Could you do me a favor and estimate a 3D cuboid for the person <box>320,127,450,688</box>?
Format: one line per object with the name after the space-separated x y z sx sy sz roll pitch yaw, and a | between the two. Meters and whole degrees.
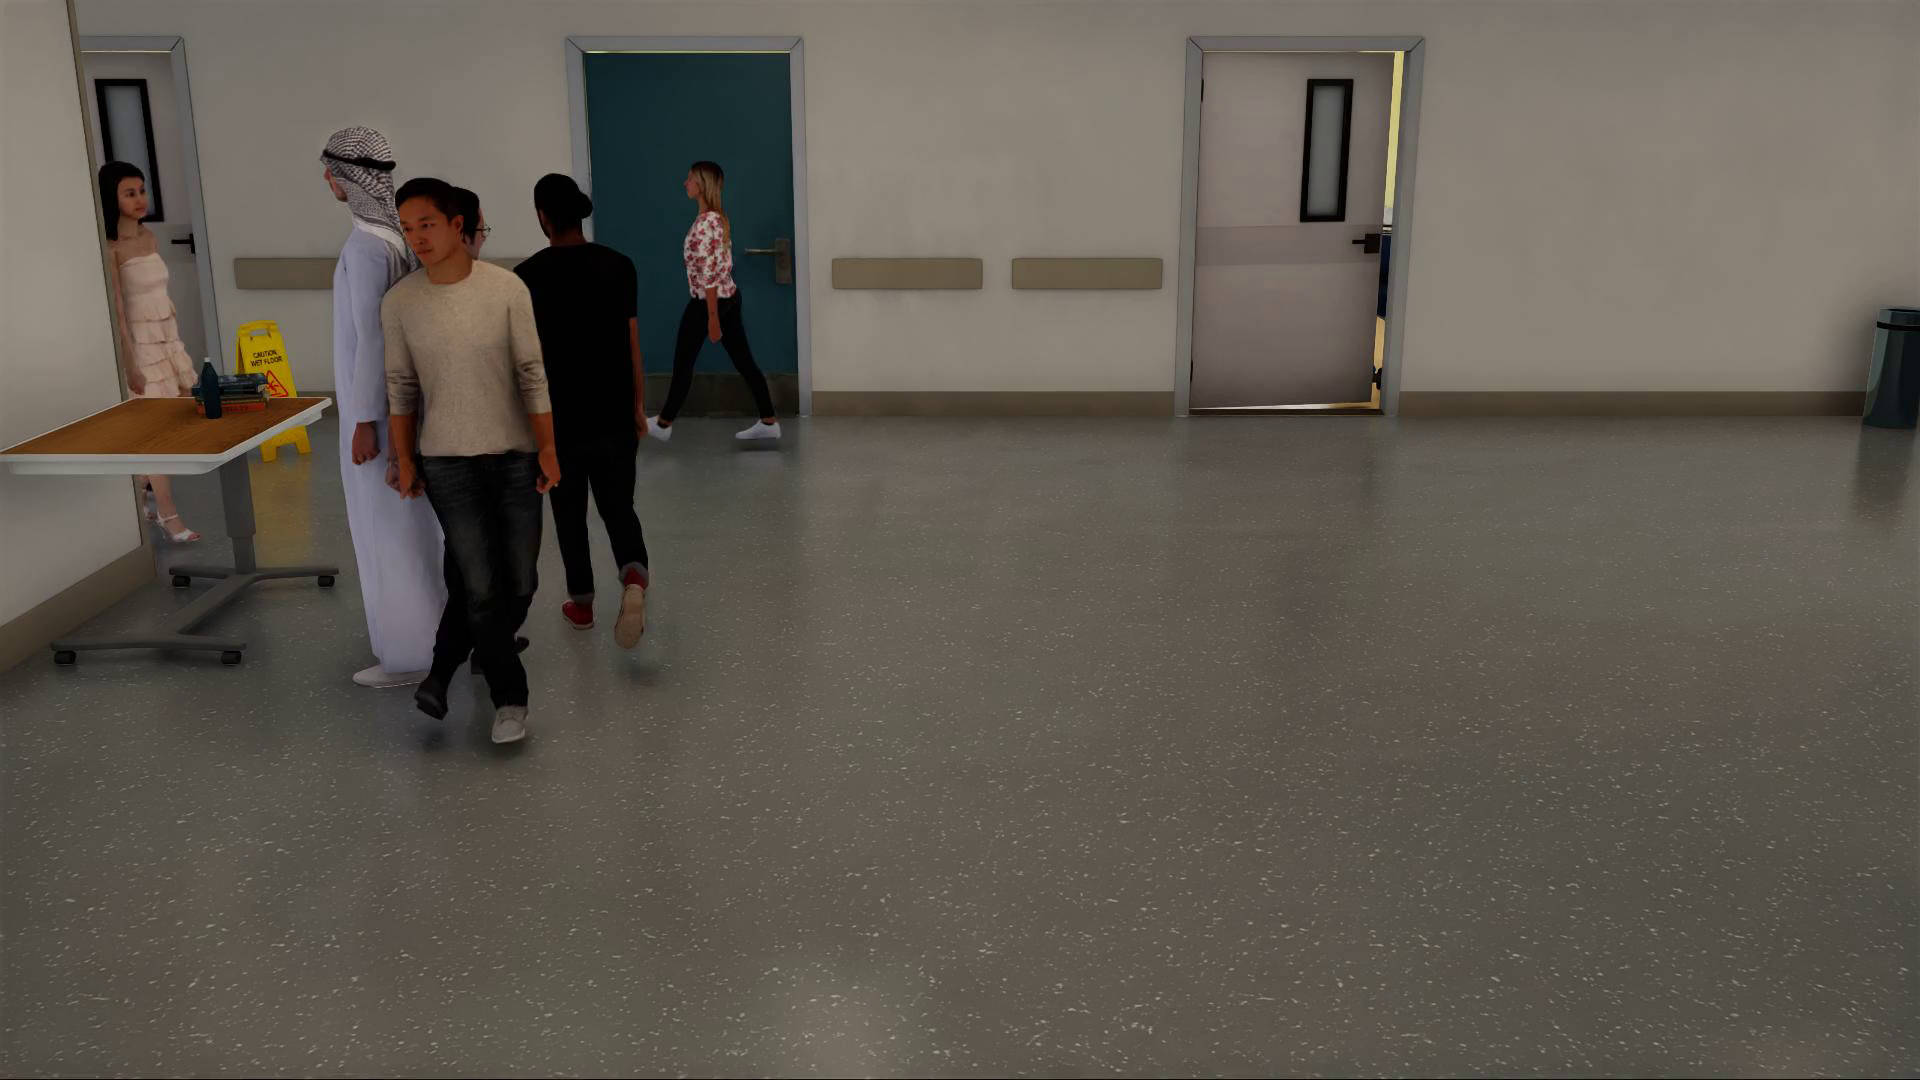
-1.980 -0.455 5.806 0.626 1.931 0.690 -1 16 -2 | person

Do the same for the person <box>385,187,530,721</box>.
-1.668 -0.255 5.478 1.127 1.724 0.921 4 16 13 | person

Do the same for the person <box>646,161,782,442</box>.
-1.311 -1.289 9.410 1.151 1.581 0.715 3 16 9 | person

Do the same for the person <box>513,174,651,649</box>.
-1.352 -0.426 6.082 1.084 1.726 0.969 -7 17 -22 | person

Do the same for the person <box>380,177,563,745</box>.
-1.561 -0.269 5.447 1.092 1.767 0.911 -5 16 -17 | person

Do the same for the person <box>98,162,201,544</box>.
-3.700 -0.795 7.405 0.717 1.718 0.641 2 16 7 | person
